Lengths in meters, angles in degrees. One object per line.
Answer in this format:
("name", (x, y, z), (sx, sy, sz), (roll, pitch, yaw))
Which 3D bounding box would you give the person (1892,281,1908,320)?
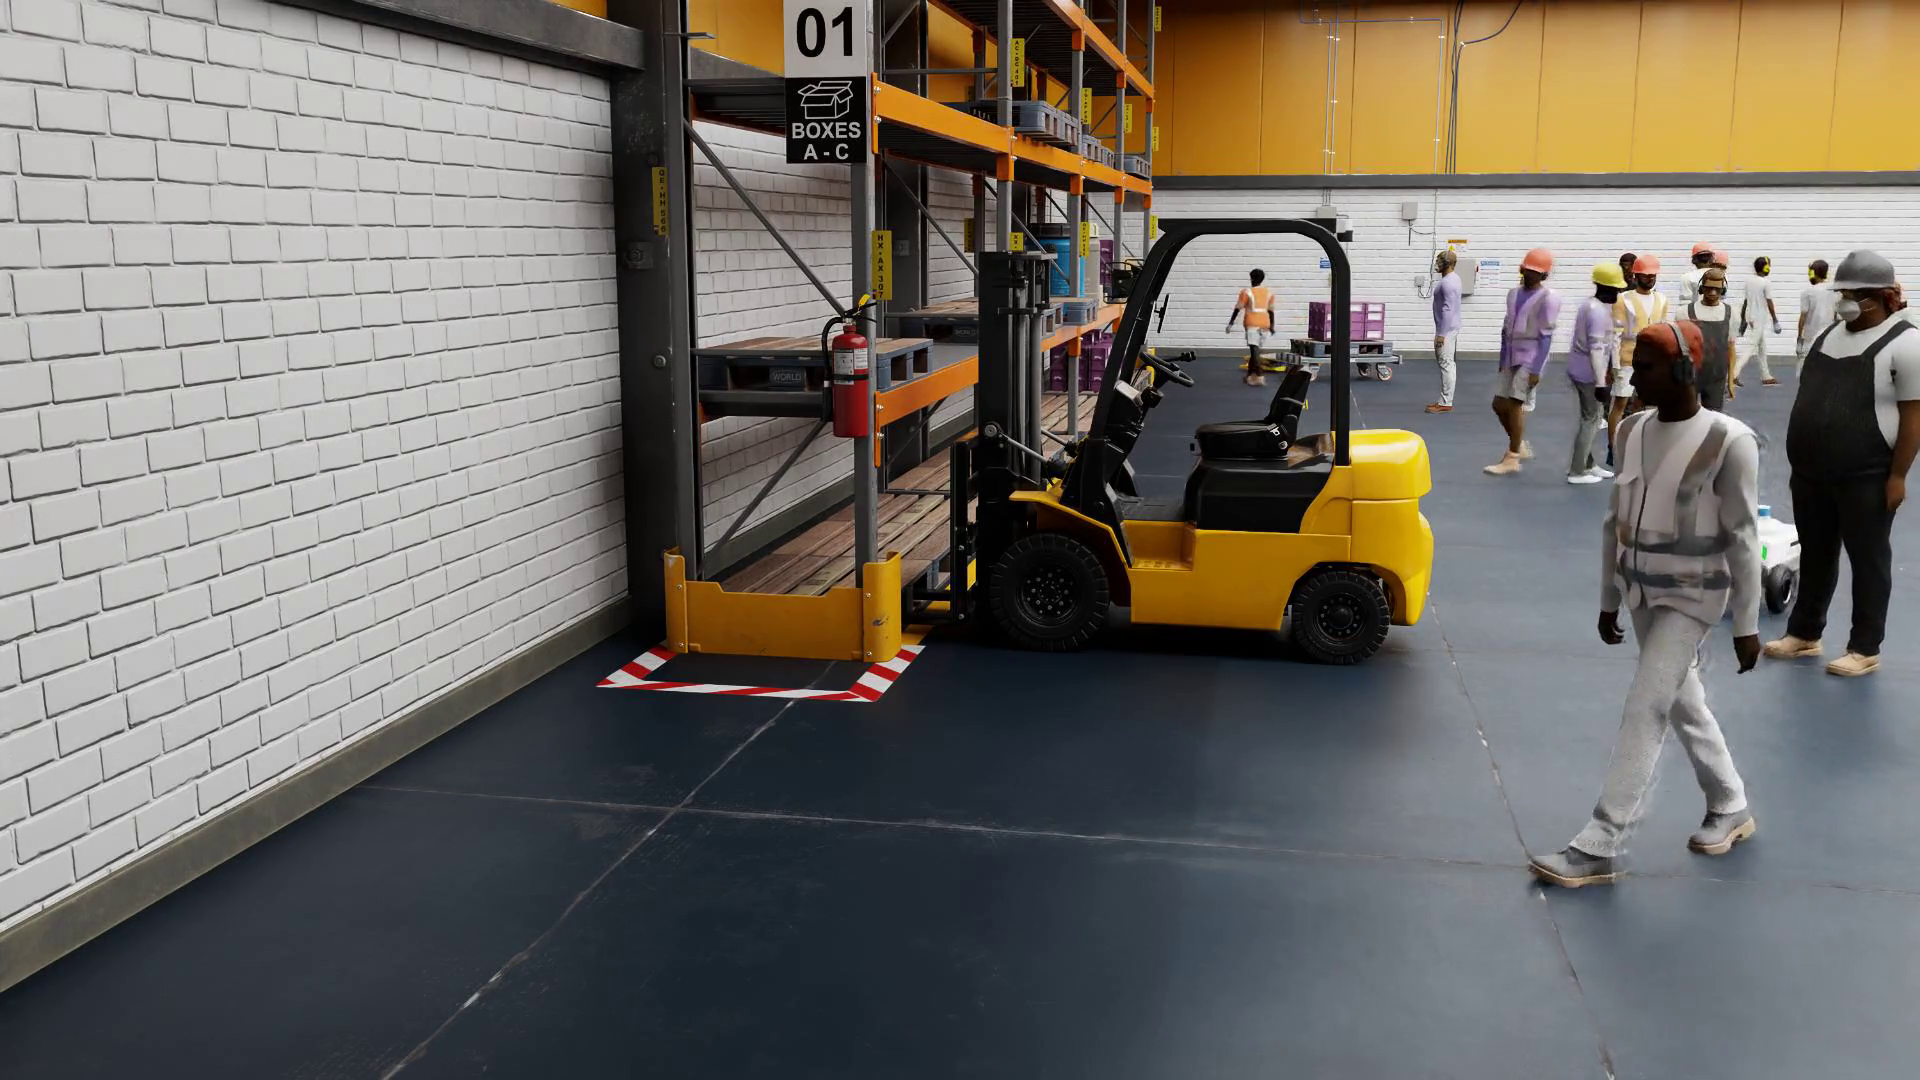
("person", (10.589, -2.190, 19.118), (0.552, 1.609, 0.539), (-7, 12, -33))

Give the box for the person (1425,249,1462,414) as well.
("person", (5.758, -2.468, 19.756), (0.372, 1.940, 0.627), (4, 11, 20))

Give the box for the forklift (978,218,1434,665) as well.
("forklift", (1.285, -0.567, 8.635), (2.313, 2.155, 1.214), (2, 11, 11))

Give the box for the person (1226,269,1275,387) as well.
("person", (4.129, -2.987, 23.426), (0.650, 1.633, 0.851), (-5, 11, -24))

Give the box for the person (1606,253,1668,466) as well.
("person", (6.195, -1.632, 15.174), (0.547, 1.939, 0.376), (-2, 11, -12))

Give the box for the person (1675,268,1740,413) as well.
("person", (6.095, -1.303, 13.642), (0.504, 1.840, 0.345), (2, 11, 11))

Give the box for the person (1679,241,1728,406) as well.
("person", (8.913, -2.574, 20.078), (0.605, 2.034, 0.392), (-1, 10, -7))

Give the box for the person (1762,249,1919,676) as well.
("person", (4.250, -0.376, 8.008), (0.537, 2.000, 0.685), (-4, 11, -20))

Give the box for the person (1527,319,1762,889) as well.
("person", (2.333, 0.194, 5.470), (0.994, 1.834, 0.582), (-4, 11, -20))

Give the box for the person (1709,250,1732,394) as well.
("person", (9.973, -2.923, 22.319), (0.683, 1.915, 0.543), (10, 14, 44))

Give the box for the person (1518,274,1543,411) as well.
("person", (6.842, -2.428, 20.074), (0.295, 1.744, 0.484), (5, 11, 26))

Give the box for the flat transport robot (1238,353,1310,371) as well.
("flat transport robot", (5.030, -2.810, 26.207), (0.652, 0.197, 1.431), (8, 13, 39))

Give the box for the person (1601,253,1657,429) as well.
("person", (7.219, -2.152, 18.088), (0.590, 1.916, 0.394), (5, 12, 27))

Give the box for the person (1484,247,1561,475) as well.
("person", (4.896, -1.549, 14.558), (0.460, 1.997, 0.640), (-3, 11, -18))

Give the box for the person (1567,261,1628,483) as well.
("person", (5.401, -1.403, 14.088), (0.487, 1.892, 0.701), (2, 11, 13))

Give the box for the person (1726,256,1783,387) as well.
("person", (11.157, -3.047, 23.254), (0.941, 1.829, 0.529), (-1, 10, -5))

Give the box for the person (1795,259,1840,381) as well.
("person", (9.722, -2.246, 18.802), (0.541, 1.843, 0.557), (-2, 10, -8))

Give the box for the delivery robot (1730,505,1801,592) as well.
("delivery robot", (4.570, 0.042, 9.533), (0.477, 0.478, 0.707), (9, 14, 42))
